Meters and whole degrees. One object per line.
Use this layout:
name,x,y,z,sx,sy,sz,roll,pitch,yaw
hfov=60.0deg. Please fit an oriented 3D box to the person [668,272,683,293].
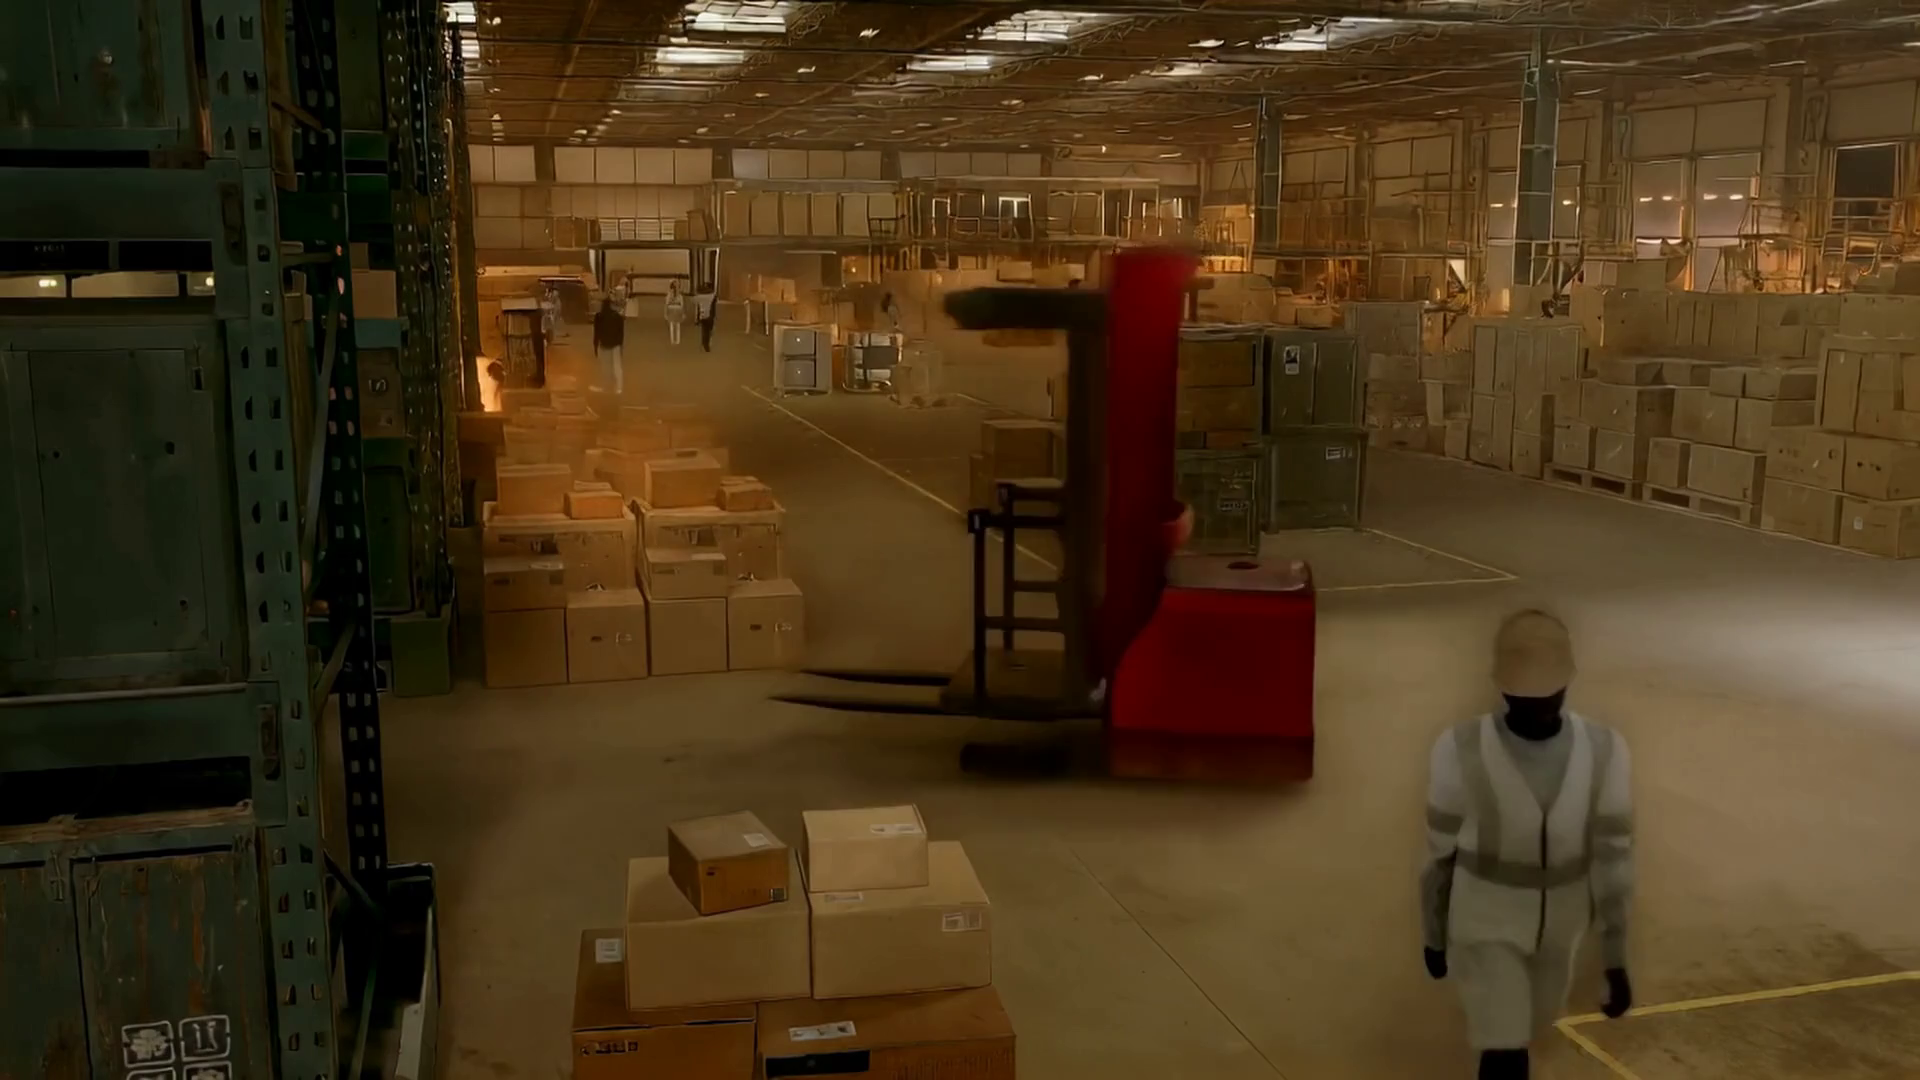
person,-11.335,-9.740,66.231,0.597,1.875,1.019,-1,10,-7

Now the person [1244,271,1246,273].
person,10.942,-9.321,63.622,0.548,1.937,0.358,-9,13,-42

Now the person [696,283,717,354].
person,-6.823,-5.916,44.489,0.612,1.885,0.615,5,11,24

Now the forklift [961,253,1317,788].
forklift,1.027,-0.172,9.148,1.873,2.768,1.129,2,10,11

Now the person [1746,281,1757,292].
person,27.303,-8.210,57.360,0.594,1.925,0.369,-9,13,-41

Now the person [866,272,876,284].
person,-3.829,-10.518,70.811,0.980,1.786,0.525,9,13,41

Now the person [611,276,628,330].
person,-11.241,-7.762,54.936,0.546,1.898,0.980,-1,10,-3

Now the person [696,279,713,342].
person,-7.716,-6.933,50.291,0.510,1.872,0.328,-7,12,-34

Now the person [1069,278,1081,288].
person,3.076,-5.951,44.251,0.537,2.000,0.682,1,10,3

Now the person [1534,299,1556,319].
person,10.403,-3.317,29.621,0.631,1.940,0.372,-7,12,-33

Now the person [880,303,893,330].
person,-1.581,-4.546,37.489,0.706,1.611,0.511,0,10,-1

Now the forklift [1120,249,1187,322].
forklift,2.797,-2.848,24.299,1.129,2.768,1.873,-3,10,-15

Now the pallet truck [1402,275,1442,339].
pallet truck,14.620,-7.324,52.145,0.823,1.965,1.885,8,13,40

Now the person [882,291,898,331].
person,-1.540,-4.812,38.370,0.887,1.851,0.573,0,10,-2

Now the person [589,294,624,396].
person,-6.841,-3.779,32.206,0.674,1.938,0.961,-8,13,-39

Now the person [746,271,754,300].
person,-9.386,-11.147,74.444,0.325,1.769,0.524,4,11,19

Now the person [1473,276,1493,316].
person,18.582,-8.474,59.128,0.657,1.828,0.455,3,11,18

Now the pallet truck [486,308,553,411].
pallet truck,-6.242,-2.418,24.362,0.823,1.965,1.885,1,10,3

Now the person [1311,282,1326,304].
person,11.911,-7.734,55.344,0.549,1.688,0.323,7,12,34

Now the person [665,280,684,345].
person,-8.353,-6.648,48.620,0.556,1.905,0.944,-3,10,-16

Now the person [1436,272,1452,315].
person,20.154,-10.237,69.227,0.629,1.810,0.880,0,10,3

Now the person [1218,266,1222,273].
person,13.095,-12.748,83.060,0.607,1.933,0.426,6,12,30

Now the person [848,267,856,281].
person,-4.842,-11.290,74.692,0.367,1.966,0.605,-5,11,-26

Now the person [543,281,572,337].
person,-12.808,-7.323,52.764,0.948,1.791,0.603,-1,10,-7

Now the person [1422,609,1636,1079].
person,1.598,1.121,4.641,0.538,1.875,0.982,0,10,-1

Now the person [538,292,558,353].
person,-11.205,-5.923,45.215,0.534,1.659,0.889,-1,10,-4
